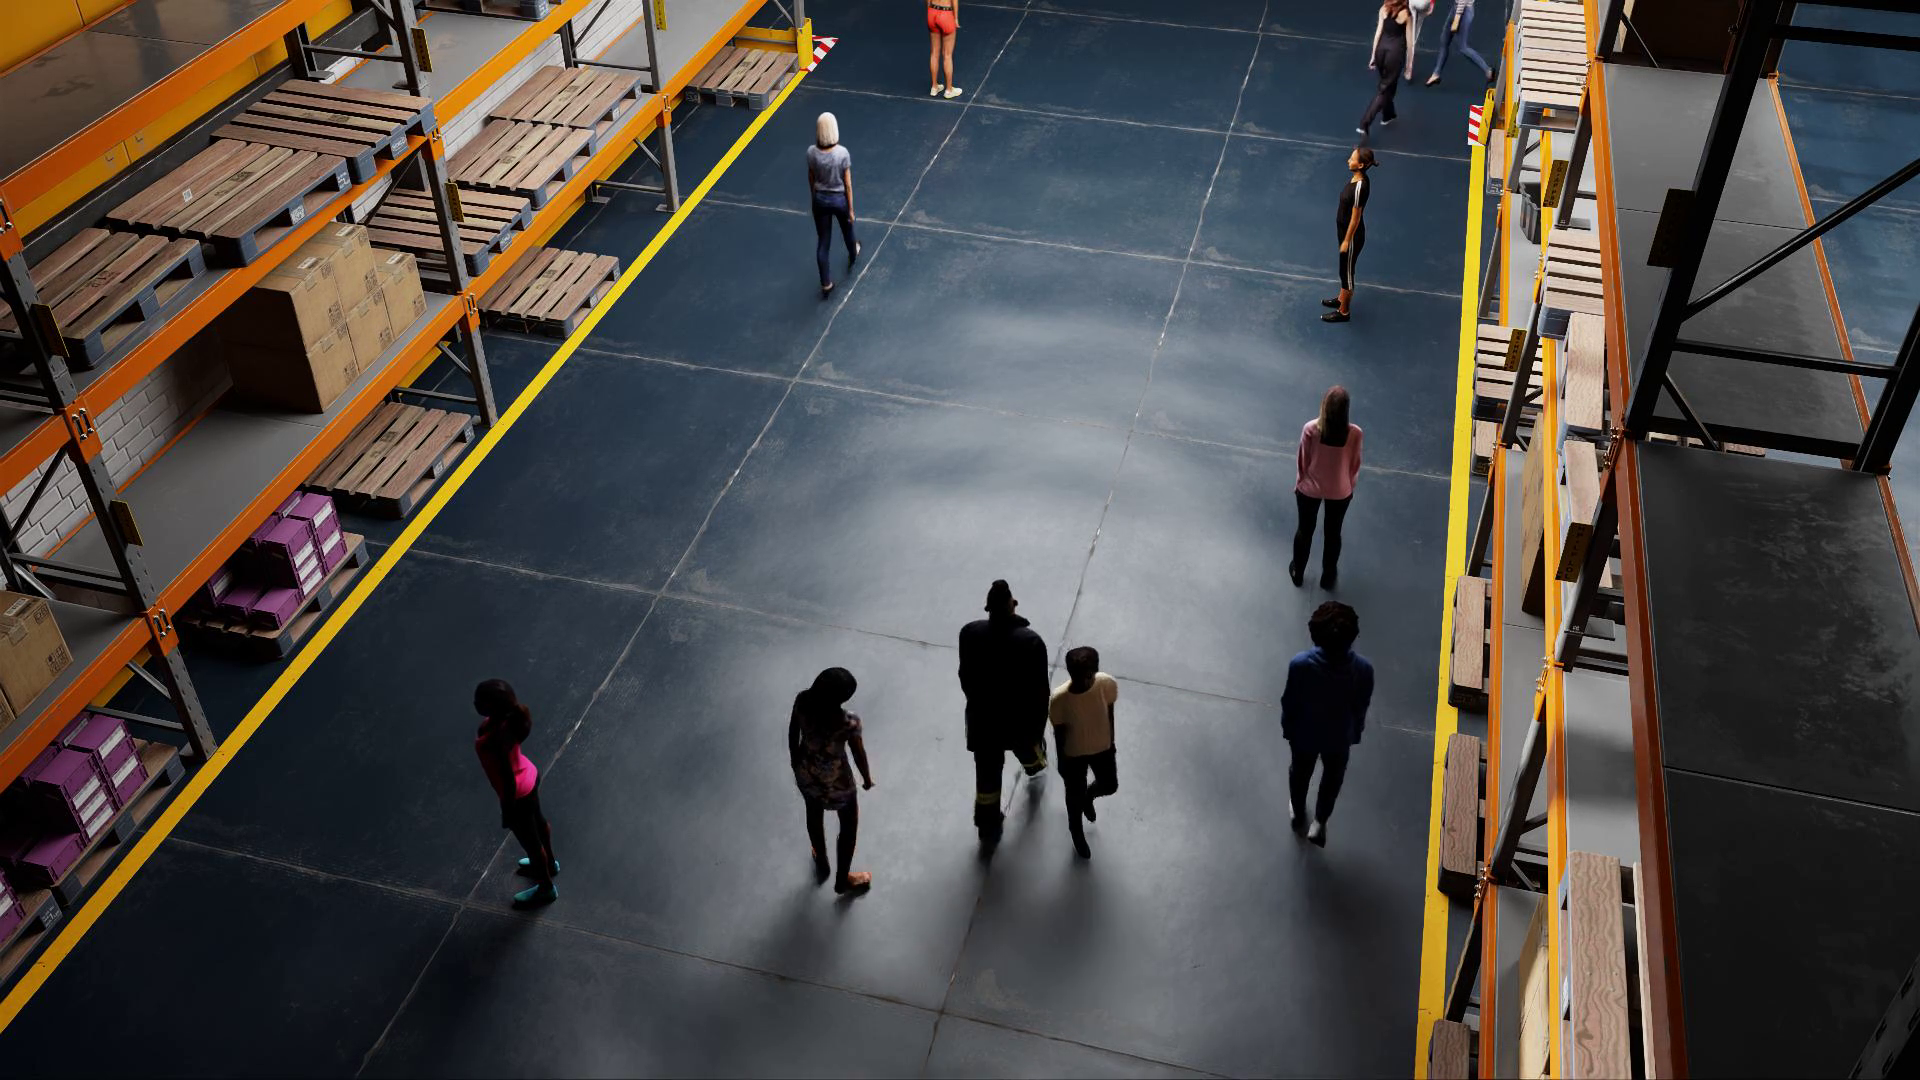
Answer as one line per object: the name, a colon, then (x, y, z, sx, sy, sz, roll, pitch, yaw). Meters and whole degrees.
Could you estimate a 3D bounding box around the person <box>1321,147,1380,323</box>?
person: (3.523, -2.763, 14.983, 0.652, 1.669, 0.465, 7, 39, 9)

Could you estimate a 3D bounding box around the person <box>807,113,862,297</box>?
person: (-1.212, -3.050, 15.335, 0.665, 1.677, 1.098, 7, 39, 9)

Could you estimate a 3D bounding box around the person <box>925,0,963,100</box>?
person: (-0.211, -5.892, 18.803, 0.636, 1.791, 0.646, 23, 44, 26)

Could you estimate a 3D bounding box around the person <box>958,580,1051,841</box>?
person: (0.236, 1.064, 10.066, 0.803, 1.826, 1.141, 13, 40, 16)

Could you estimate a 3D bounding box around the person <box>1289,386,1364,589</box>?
person: (2.626, -0.374, 11.978, 0.598, 1.687, 0.538, 7, 39, 9)

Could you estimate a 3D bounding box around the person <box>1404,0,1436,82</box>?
person: (5.284, -6.148, 19.244, 0.548, 1.641, 1.112, 9, 39, 11)

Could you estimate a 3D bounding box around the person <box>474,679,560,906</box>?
person: (-2.562, 1.449, 9.666, 0.681, 1.722, 0.572, -1, 39, -1)

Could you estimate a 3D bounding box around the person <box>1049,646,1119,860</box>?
person: (0.733, 1.229, 10.055, 0.742, 1.581, 0.800, -15, 41, -18)

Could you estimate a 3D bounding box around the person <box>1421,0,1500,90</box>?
person: (5.778, -5.898, 18.831, 0.709, 1.765, 1.024, 12, 40, 15)

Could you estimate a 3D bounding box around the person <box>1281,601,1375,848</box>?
person: (2.169, 1.165, 9.964, 0.690, 1.795, 0.813, 8, 39, 10)

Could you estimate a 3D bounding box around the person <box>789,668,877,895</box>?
person: (-0.817, 1.362, 9.776, 0.665, 1.722, 0.597, 2, 39, 2)

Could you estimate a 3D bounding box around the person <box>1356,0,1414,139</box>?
person: (4.599, -5.163, 17.955, 0.922, 1.710, 1.217, 29, 47, 31)
